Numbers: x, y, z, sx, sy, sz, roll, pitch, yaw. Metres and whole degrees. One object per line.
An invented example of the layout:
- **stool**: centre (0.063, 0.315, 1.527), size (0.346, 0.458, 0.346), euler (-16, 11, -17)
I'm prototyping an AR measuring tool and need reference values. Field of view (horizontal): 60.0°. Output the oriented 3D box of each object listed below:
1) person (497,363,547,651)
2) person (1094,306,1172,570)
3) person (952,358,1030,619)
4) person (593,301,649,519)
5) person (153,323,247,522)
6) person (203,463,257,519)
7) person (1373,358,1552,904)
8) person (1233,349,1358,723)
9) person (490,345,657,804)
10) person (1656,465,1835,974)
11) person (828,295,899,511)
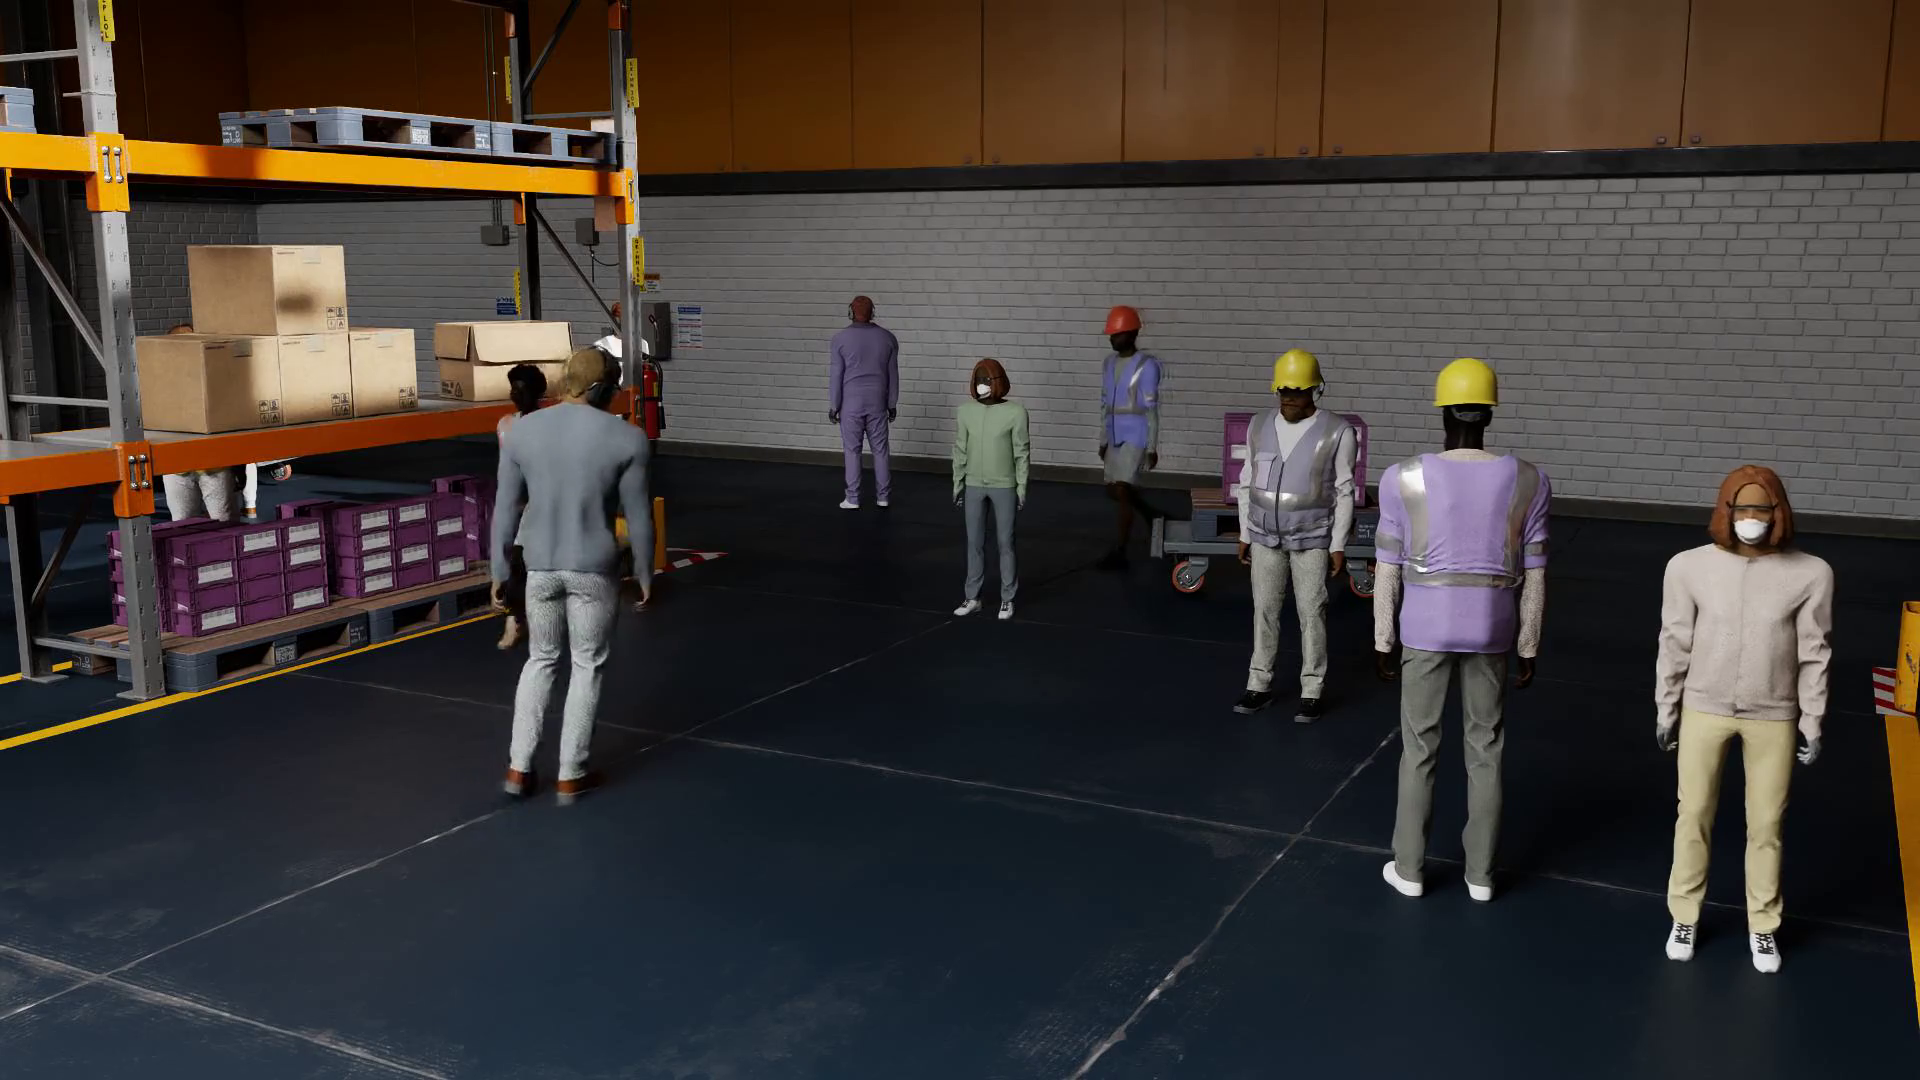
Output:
- **person**: centre (-2.428, -0.225, 9.788), size (0.560, 1.661, 0.795), euler (4, 11, 23)
- **person**: centre (1.279, -0.749, 12.102), size (0.711, 1.912, 0.571), euler (-7, 12, -36)
- **person**: centre (0.189, -0.319, 10.396), size (0.507, 1.631, 0.266), euler (4, 11, 22)
- **person**: centre (-2.847, -1.079, 14.099), size (0.350, 1.879, 0.577), euler (8, 13, 40)
- **person**: centre (-4.900, -0.469, 10.695), size (0.629, 1.837, 0.429), euler (-1, 10, -5)
- **person**: centre (-6.282, -1.123, 14.173), size (0.372, 1.940, 0.630), euler (9, 13, 42)
- **person**: centre (1.749, 0.323, 5.874), size (0.588, 1.918, 0.401), euler (1, 10, 7)
- **person**: centre (1.618, -0.021, 8.125), size (0.586, 1.823, 0.403), euler (6, 12, 32)
- **person**: centre (-1.600, 0.142, 6.963), size (0.653, 1.896, 0.497), euler (1, 10, 5)
- **person**: centre (2.482, 0.567, 5.299), size (0.498, 1.625, 0.281), euler (4, 11, 24)
- **person**: centre (-0.868, -1.217, 14.812), size (0.652, 1.906, 0.402), euler (-4, 11, -22)
